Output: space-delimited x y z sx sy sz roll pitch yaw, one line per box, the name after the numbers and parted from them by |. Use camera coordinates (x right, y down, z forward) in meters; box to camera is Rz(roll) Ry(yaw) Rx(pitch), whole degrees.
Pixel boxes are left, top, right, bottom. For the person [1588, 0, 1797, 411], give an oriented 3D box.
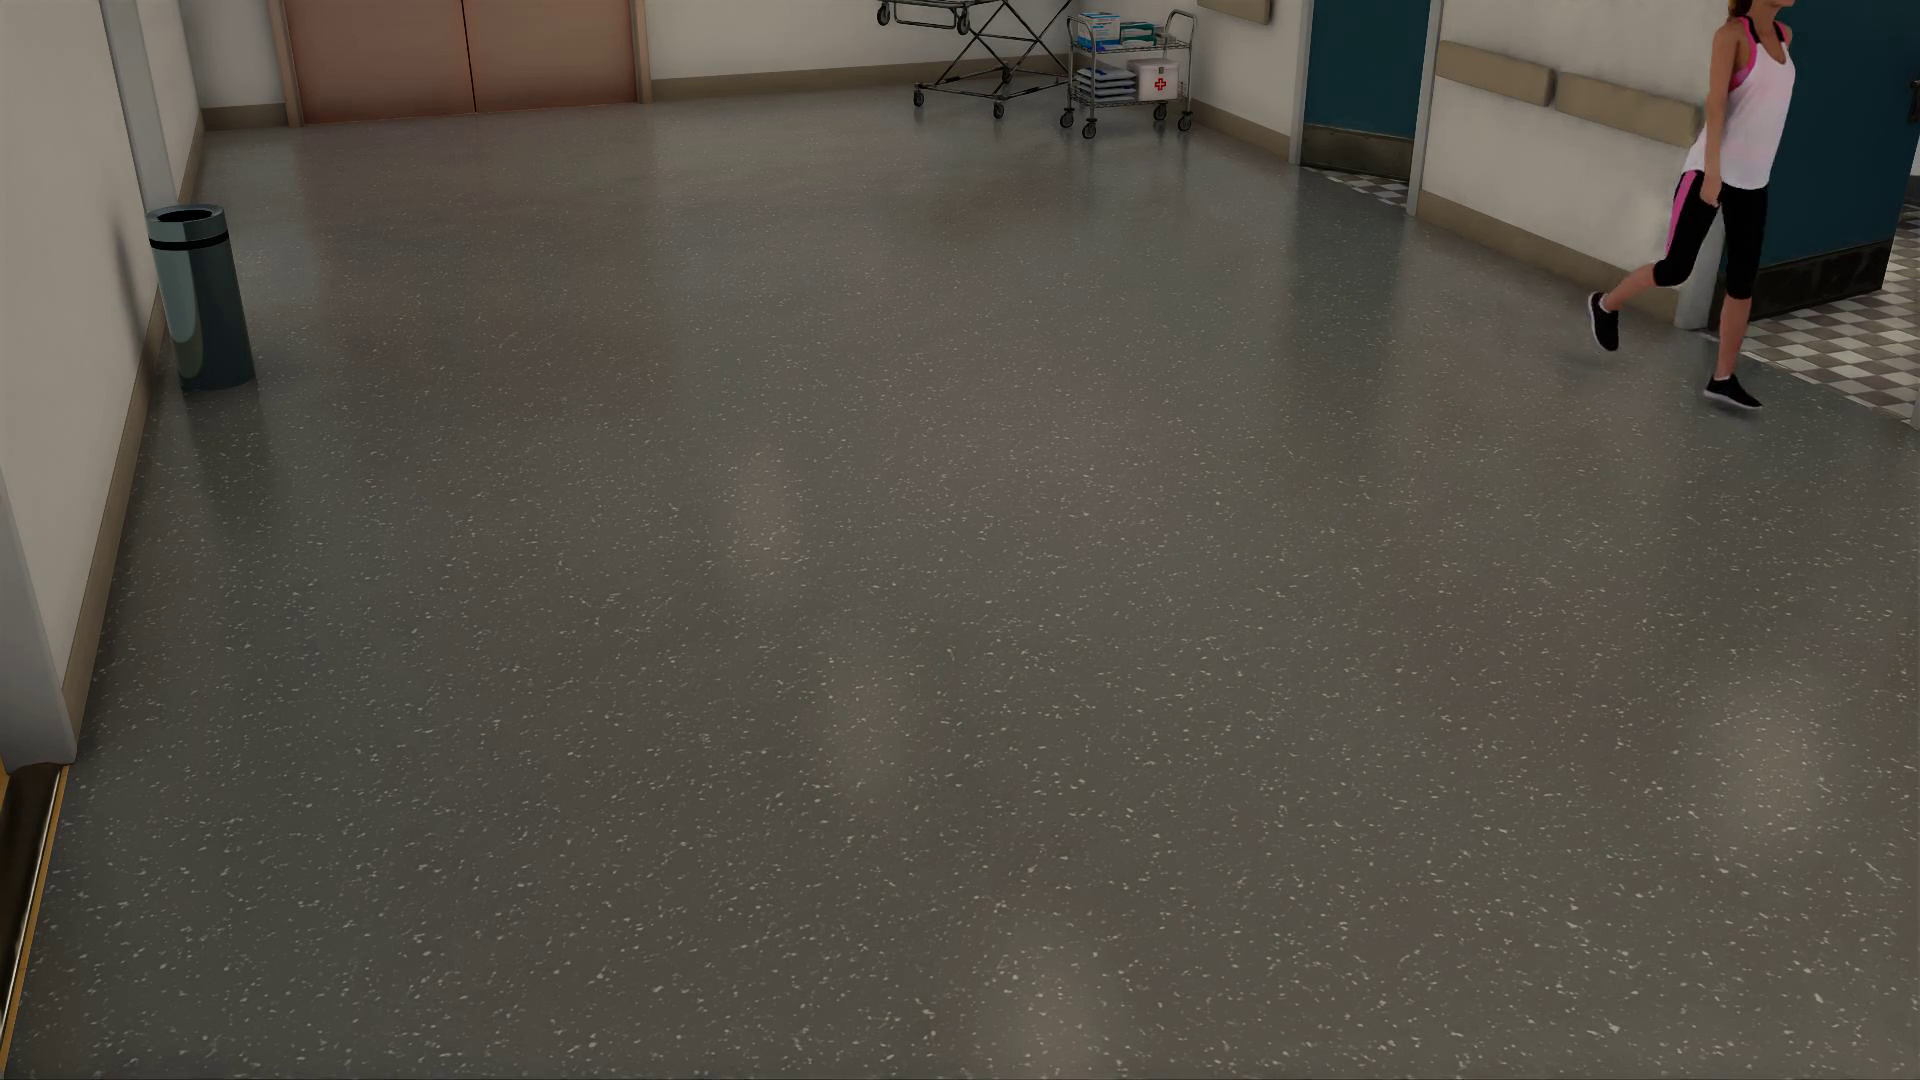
2.946 -1.434 6.595 0.654 1.762 1.117 -12 28 -23 | person
